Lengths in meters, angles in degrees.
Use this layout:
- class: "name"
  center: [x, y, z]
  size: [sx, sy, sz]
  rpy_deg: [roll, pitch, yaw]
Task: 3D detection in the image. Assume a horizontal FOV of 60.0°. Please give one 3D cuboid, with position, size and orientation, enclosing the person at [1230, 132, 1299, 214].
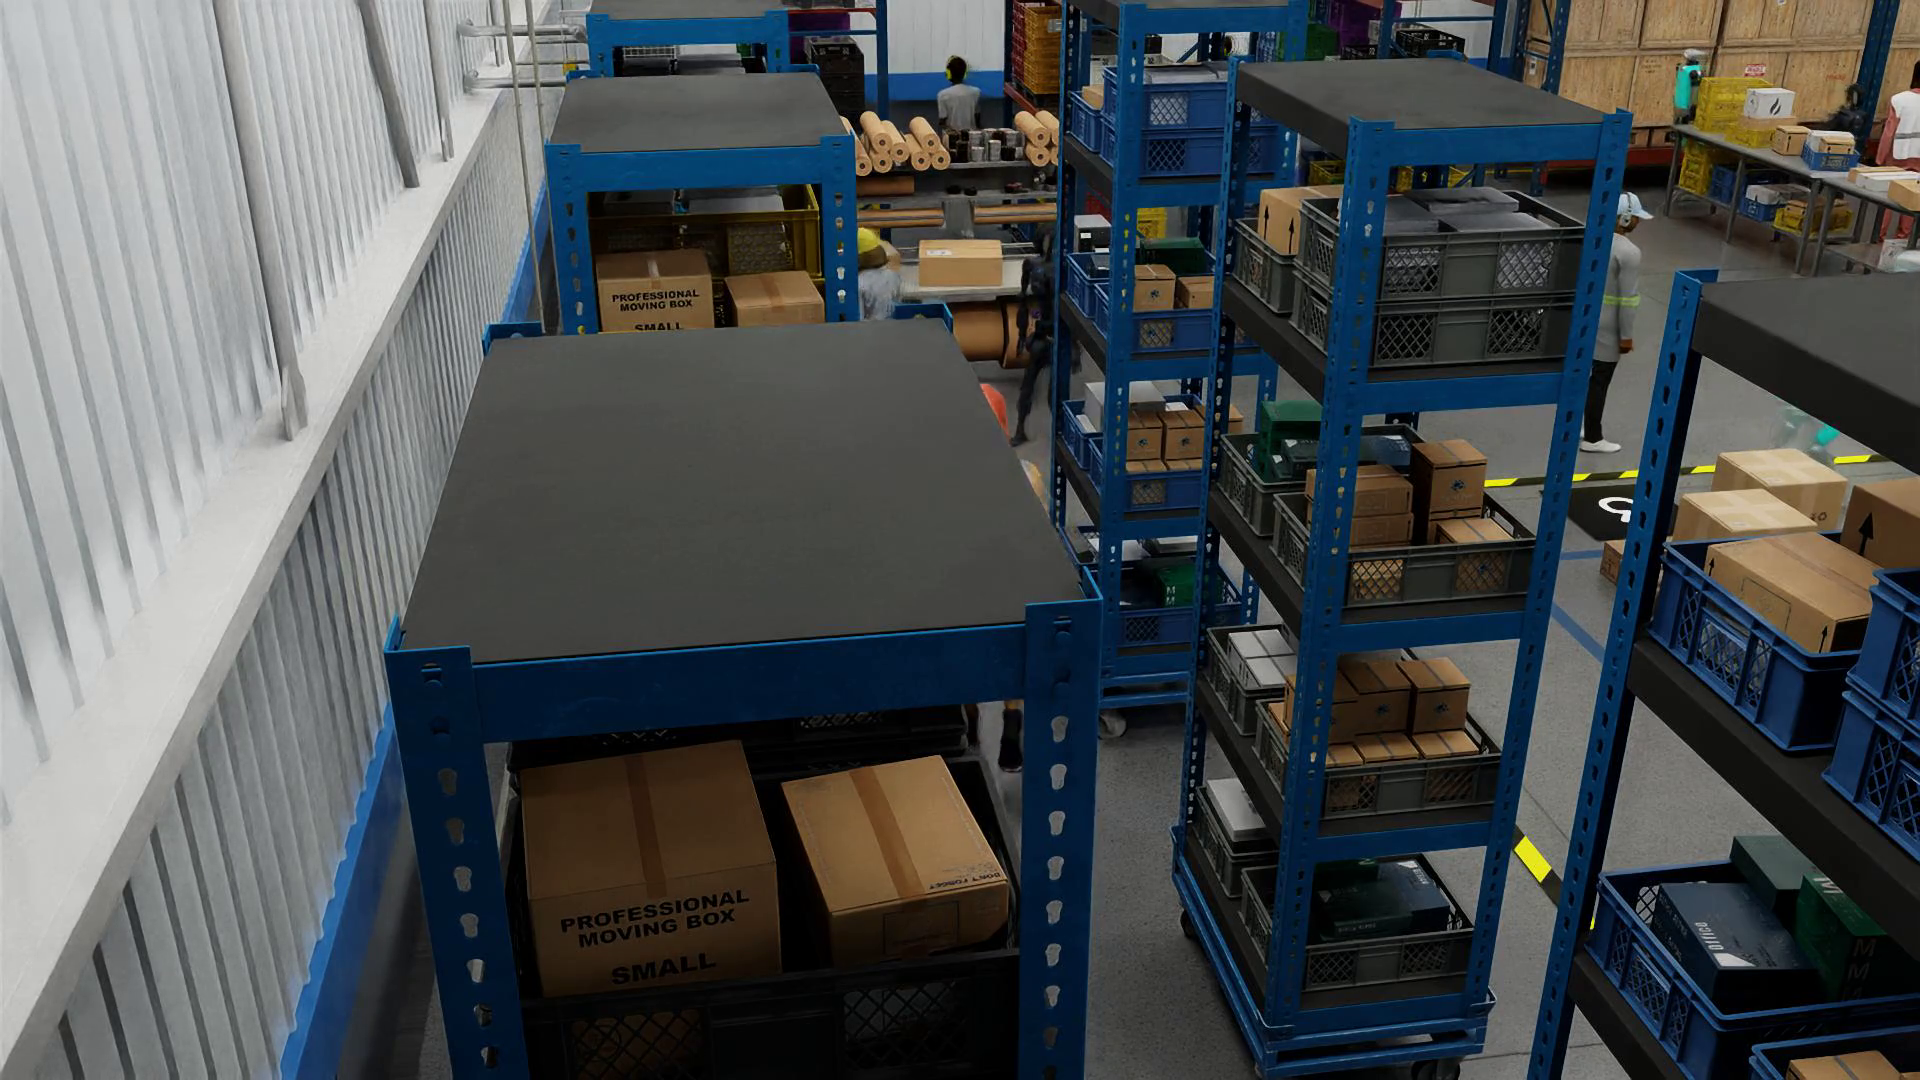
- class: "person"
  center: [2.721, -3.156, 15.102]
  size: [0.662, 1.985, 1.018]
  rpy_deg: [1, 25, 2]

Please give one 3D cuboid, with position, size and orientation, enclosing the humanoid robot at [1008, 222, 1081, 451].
- class: "humanoid robot"
  center: [0.605, -1.399, 11.668]
  size: [0.610, 1.651, 0.481]
  rpy_deg: [22, 33, 39]

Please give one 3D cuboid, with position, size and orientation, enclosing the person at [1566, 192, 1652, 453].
- class: "person"
  center: [4.557, -1.531, 11.737]
  size: [0.396, 1.848, 0.587]
  rpy_deg: [-8, 26, -17]

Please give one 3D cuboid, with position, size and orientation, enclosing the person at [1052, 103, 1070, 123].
- class: "person"
  center: [1.184, -4.509, 18.336]
  size: [0.625, 1.735, 0.558]
  rpy_deg: [2, 25, 5]

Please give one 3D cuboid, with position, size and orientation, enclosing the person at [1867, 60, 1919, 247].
- class: "person"
  center: [9.450, -3.820, 16.629]
  size: [0.598, 1.917, 0.377]
  rpy_deg: [-1, 25, -3]

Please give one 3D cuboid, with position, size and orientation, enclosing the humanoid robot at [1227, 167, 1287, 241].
- class: "humanoid robot"
  center: [2.616, -2.733, 14.555]
  size: [0.584, 1.653, 0.350]
  rpy_deg: [10, 26, 20]

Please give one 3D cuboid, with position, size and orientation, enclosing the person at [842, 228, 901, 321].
- class: "person"
  center: [-0.610, -1.333, 11.495]
  size: [0.523, 1.679, 0.914]
  rpy_deg: [-18, 30, -34]

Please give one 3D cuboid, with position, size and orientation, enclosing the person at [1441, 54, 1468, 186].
- class: "person"
  center: [5.133, -4.210, 17.581]
  size: [0.337, 1.838, 0.499]
  rpy_deg: [-13, 28, -27]

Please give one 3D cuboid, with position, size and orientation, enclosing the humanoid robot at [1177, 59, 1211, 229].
- class: "humanoid robot"
  center: [2.517, -4.067, 17.466]
  size: [0.553, 1.828, 0.843]
  rpy_deg: [5, 25, 10]

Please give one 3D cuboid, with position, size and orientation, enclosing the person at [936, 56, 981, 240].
- class: "person"
  center: [-0.025, -4.103, 17.351]
  size: [0.539, 1.834, 0.873]
  rpy_deg: [-8, 26, -17]

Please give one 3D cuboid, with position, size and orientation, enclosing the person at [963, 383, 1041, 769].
- class: "person"
  center: [0.119, 0.206, 7.884]
  size: [0.546, 1.919, 0.687]
  rpy_deg: [-3, 25, -7]

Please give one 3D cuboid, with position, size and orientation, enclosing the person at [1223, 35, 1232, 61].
- class: "person"
  center: [2.867, -4.717, 18.650]
  size: [0.394, 1.856, 0.556]
  rpy_deg: [1, 25, 3]

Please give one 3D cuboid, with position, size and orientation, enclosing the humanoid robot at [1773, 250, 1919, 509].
- class: "humanoid robot"
  center: [5.680, -1.062, 10.875]
  size: [0.948, 1.770, 0.560]
  rpy_deg: [15, 28, 29]

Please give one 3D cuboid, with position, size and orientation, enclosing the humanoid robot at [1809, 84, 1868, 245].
- class: "humanoid robot"
  center: [8.959, -3.863, 17.077]
  size: [0.598, 1.636, 0.696]
  rpy_deg: [-10, 26, -20]

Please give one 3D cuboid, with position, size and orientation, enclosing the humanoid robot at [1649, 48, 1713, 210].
- class: "humanoid robot"
  center: [8.125, -4.480, 18.307]
  size: [0.834, 1.798, 0.549]
  rpy_deg: [0, 25, 1]
